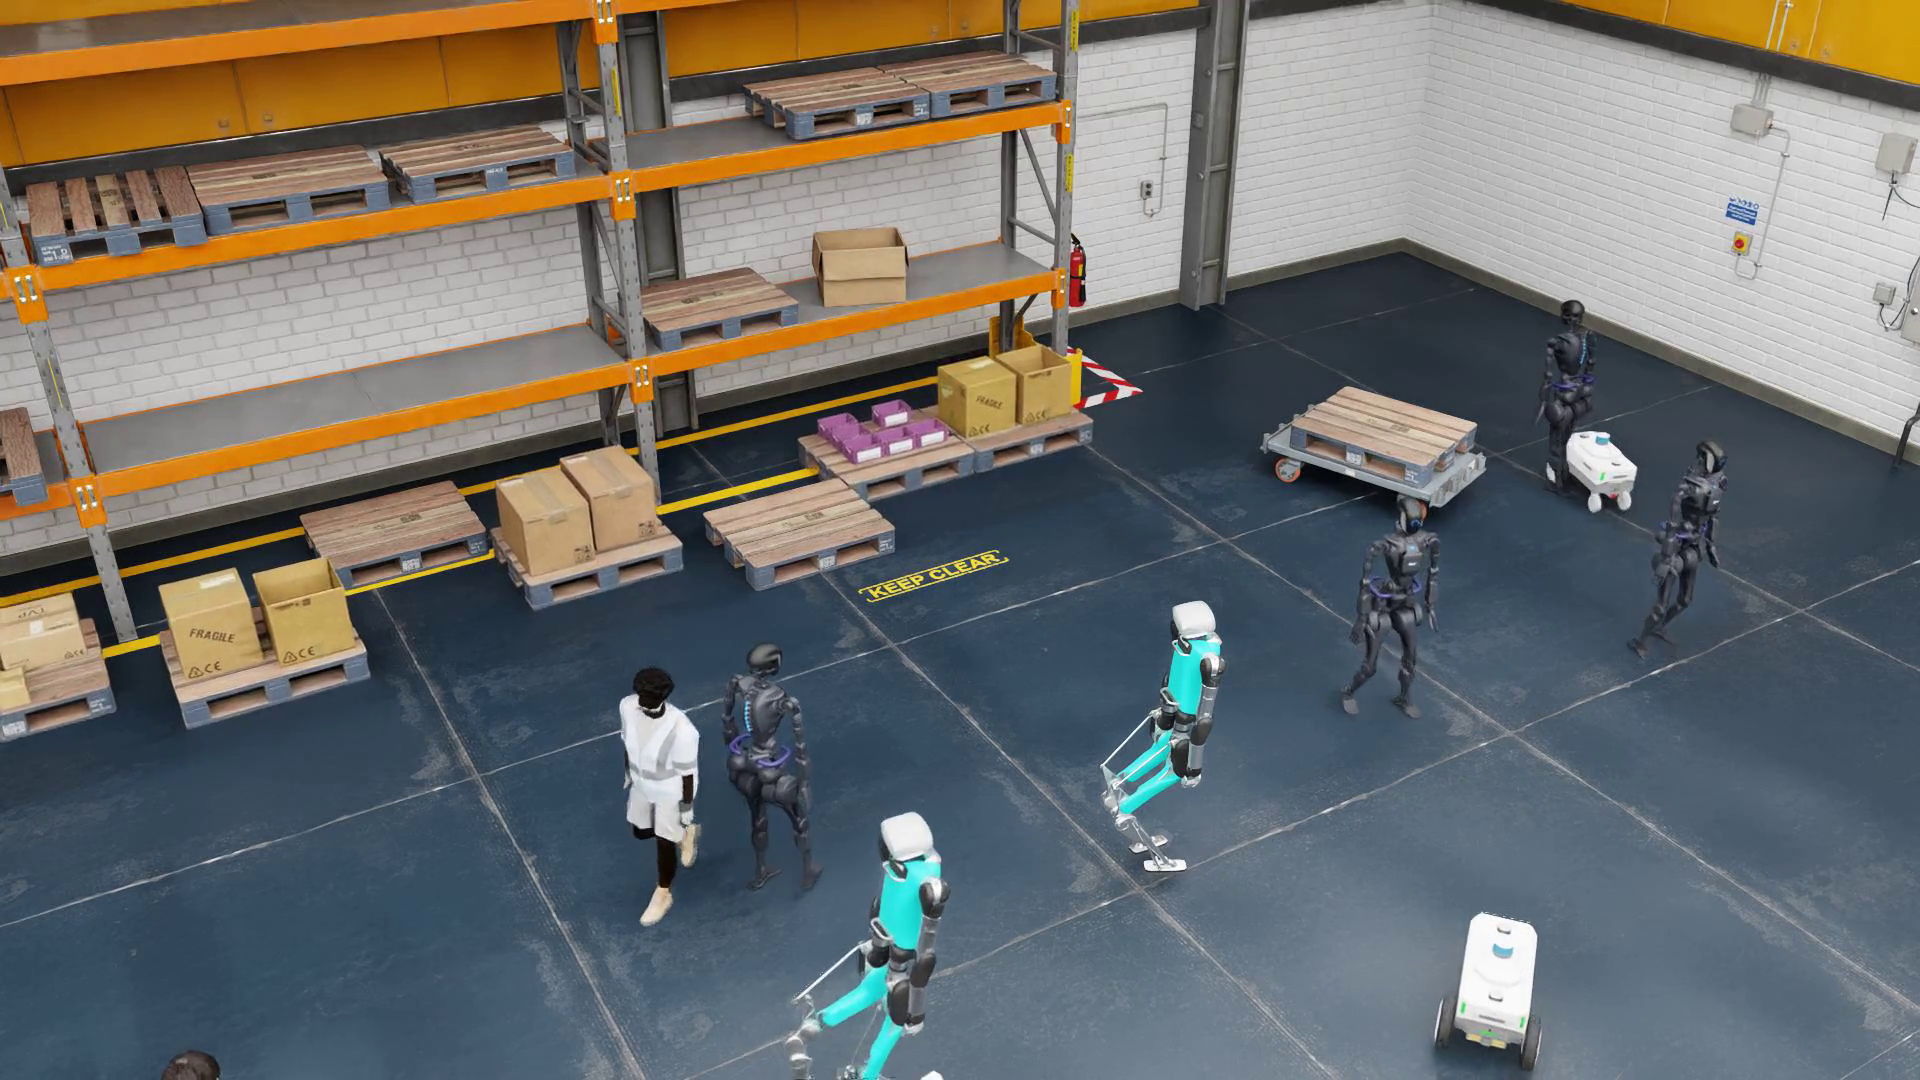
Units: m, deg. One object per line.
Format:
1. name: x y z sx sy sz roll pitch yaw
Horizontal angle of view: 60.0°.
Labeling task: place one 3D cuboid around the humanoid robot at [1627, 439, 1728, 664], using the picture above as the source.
1. humanoid robot: 4.972 0.048 11.472 0.585 1.644 0.389 -18 34 -29

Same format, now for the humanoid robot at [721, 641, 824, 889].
1. humanoid robot: -1.074 1.257 9.316 0.608 1.652 0.383 16 33 26

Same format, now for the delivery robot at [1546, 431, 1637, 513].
1. delivery robot: 5.258 -0.605 13.772 0.499 0.611 0.809 -5 30 -9

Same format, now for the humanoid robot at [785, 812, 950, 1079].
1. humanoid robot: -0.517 2.138 7.745 1.010 1.746 0.556 -15 33 -25

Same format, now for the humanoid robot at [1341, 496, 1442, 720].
1. humanoid robot: 2.807 0.428 10.787 0.598 1.645 0.393 -8 30 -13

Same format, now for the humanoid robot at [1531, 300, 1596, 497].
1. humanoid robot: 4.961 -1.162 13.620 0.610 1.639 0.396 -16 33 -25

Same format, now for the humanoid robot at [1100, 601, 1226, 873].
1. humanoid robot: 1.062 1.138 9.332 0.735 1.677 0.533 -8 30 -14

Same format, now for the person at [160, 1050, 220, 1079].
1. person: -2.807 2.745 6.480 0.544 1.875 0.407 -14 32 -23

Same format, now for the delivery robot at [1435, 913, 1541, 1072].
1. delivery robot: 2.765 2.317 8.598 0.499 0.611 0.814 10 31 18

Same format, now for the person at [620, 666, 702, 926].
1. person: -1.614 1.339 9.184 0.558 1.669 0.555 17 34 28
